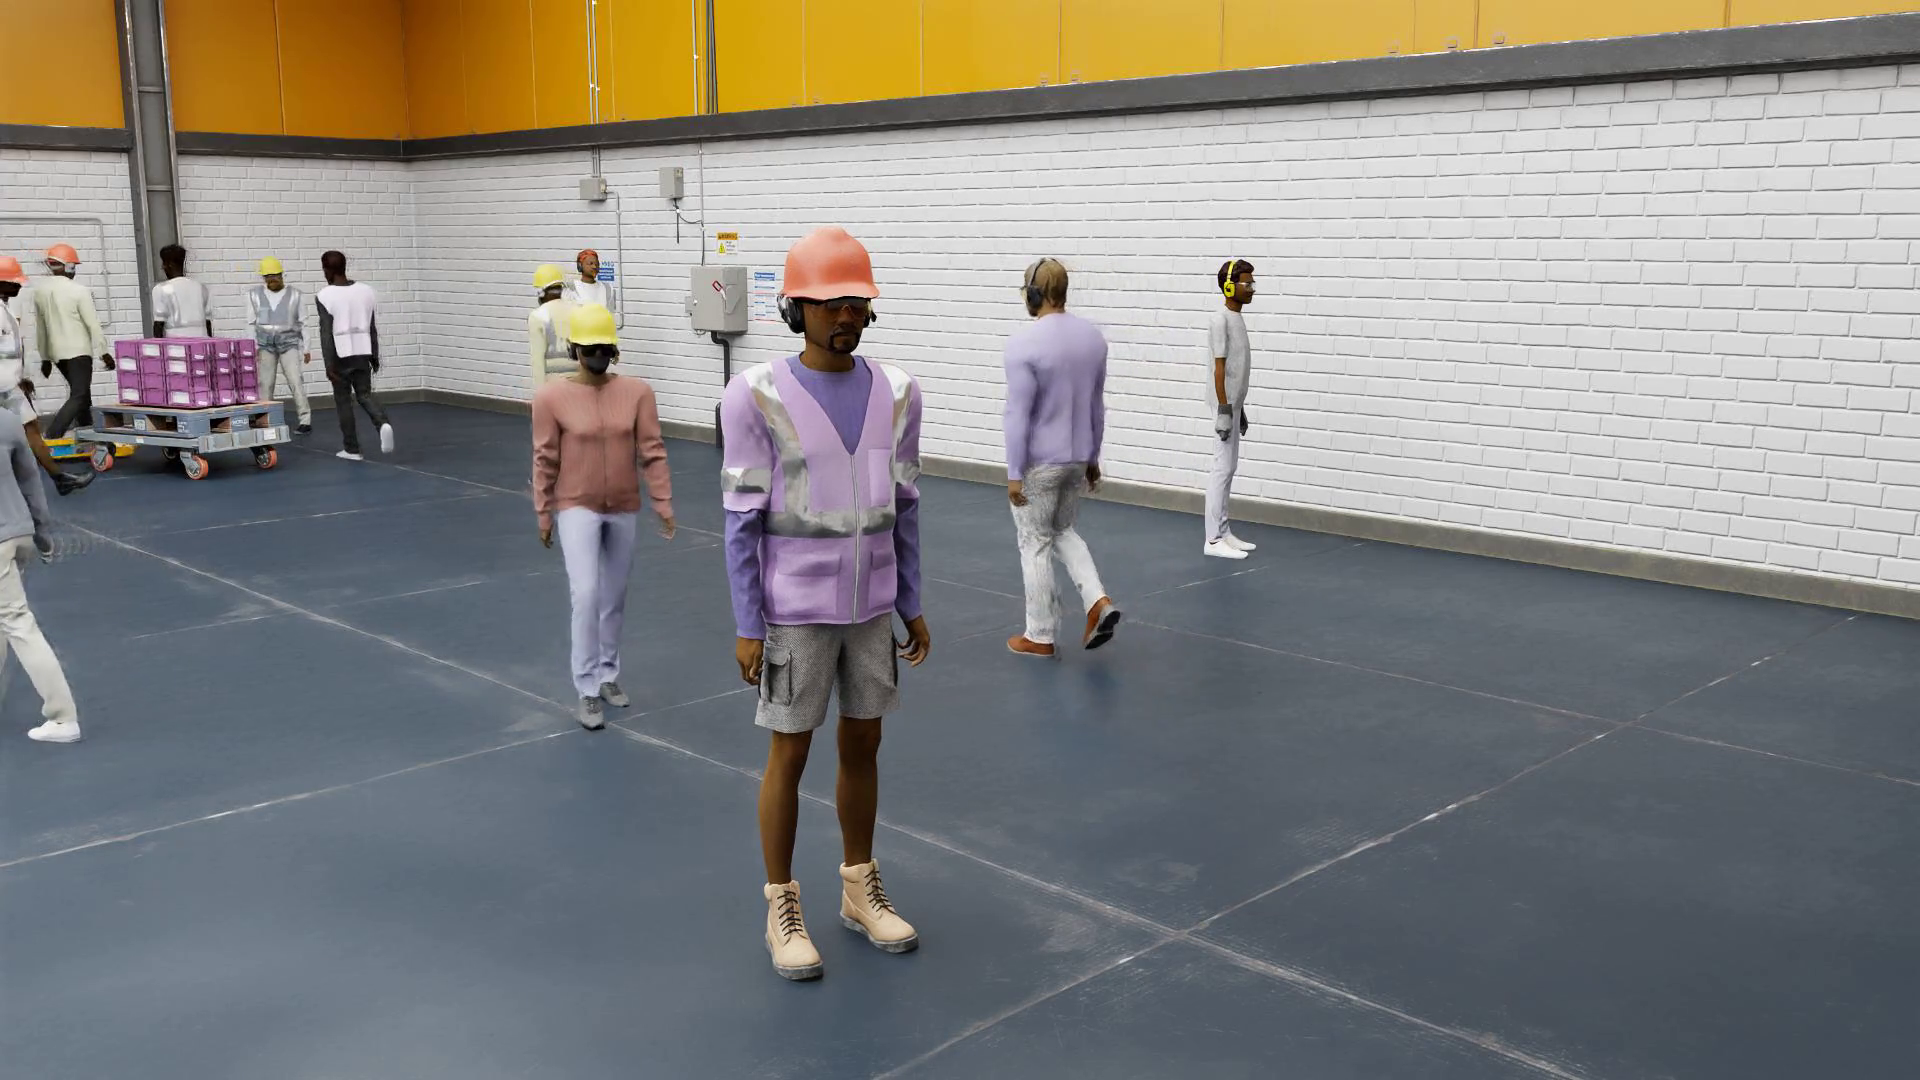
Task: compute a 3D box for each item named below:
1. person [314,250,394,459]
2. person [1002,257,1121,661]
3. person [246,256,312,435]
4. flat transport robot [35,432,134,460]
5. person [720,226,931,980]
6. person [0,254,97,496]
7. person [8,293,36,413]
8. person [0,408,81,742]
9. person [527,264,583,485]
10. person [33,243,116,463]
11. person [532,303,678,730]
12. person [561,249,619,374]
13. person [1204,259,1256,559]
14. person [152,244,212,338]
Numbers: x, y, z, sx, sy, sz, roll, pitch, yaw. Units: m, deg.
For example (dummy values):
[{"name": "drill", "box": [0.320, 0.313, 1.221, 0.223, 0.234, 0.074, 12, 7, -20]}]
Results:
[{"name": "person", "box": [-5.430, -1.640, 14.886, 0.645, 1.894, 0.621, 8, 13, 38]}, {"name": "person", "box": [0.468, -0.363, 7.847, 0.644, 1.922, 0.517, -9, 14, -41]}, {"name": "person", "box": [-6.913, -1.969, 16.908, 0.598, 1.816, 0.426, -2, 11, -11]}, {"name": "flat transport robot", "box": [-8.250, -0.821, 14.853, 0.652, 0.197, 1.431, 10, 15, 44]}, {"name": "person", "box": [-0.346, 0.174, 4.588, 0.608, 2.044, 0.377, -7, 12, -33]}, {"name": "person", "box": [-7.191, -1.219, 12.631, 0.977, 1.868, 0.598, -9, 14, -40]}, {"name": "person", "box": [-8.472, -1.638, 14.474, 0.682, 2.000, 1.097, 1, 10, 5]}, {"name": "person", "box": [-3.895, 0.026, 6.606, 0.777, 1.587, 0.522, 2, 11, 11]}, {"name": "person", "box": [-3.158, -1.295, 13.260, 0.793, 1.805, 0.590, 9, 14, 40]}, {"name": "person", "box": [-8.026, -1.682, 14.964, 0.616, 1.959, 0.934, 4, 11, 21]}, {"name": "person", "box": [-1.465, -0.102, 6.928, 0.543, 1.743, 0.703, -7, 12, -32]}, {"name": "person", "box": [-3.579, -1.861, 16.122, 0.574, 1.884, 0.356, -10, 14, -43]}, {"name": "person", "box": [1.722, -0.827, 10.520, 0.328, 1.872, 0.514, 4, 11, 20]}, {"name": "person", "box": [-7.354, -1.847, 15.870, 0.708, 1.945, 0.615, 6, 12, 28]}]
